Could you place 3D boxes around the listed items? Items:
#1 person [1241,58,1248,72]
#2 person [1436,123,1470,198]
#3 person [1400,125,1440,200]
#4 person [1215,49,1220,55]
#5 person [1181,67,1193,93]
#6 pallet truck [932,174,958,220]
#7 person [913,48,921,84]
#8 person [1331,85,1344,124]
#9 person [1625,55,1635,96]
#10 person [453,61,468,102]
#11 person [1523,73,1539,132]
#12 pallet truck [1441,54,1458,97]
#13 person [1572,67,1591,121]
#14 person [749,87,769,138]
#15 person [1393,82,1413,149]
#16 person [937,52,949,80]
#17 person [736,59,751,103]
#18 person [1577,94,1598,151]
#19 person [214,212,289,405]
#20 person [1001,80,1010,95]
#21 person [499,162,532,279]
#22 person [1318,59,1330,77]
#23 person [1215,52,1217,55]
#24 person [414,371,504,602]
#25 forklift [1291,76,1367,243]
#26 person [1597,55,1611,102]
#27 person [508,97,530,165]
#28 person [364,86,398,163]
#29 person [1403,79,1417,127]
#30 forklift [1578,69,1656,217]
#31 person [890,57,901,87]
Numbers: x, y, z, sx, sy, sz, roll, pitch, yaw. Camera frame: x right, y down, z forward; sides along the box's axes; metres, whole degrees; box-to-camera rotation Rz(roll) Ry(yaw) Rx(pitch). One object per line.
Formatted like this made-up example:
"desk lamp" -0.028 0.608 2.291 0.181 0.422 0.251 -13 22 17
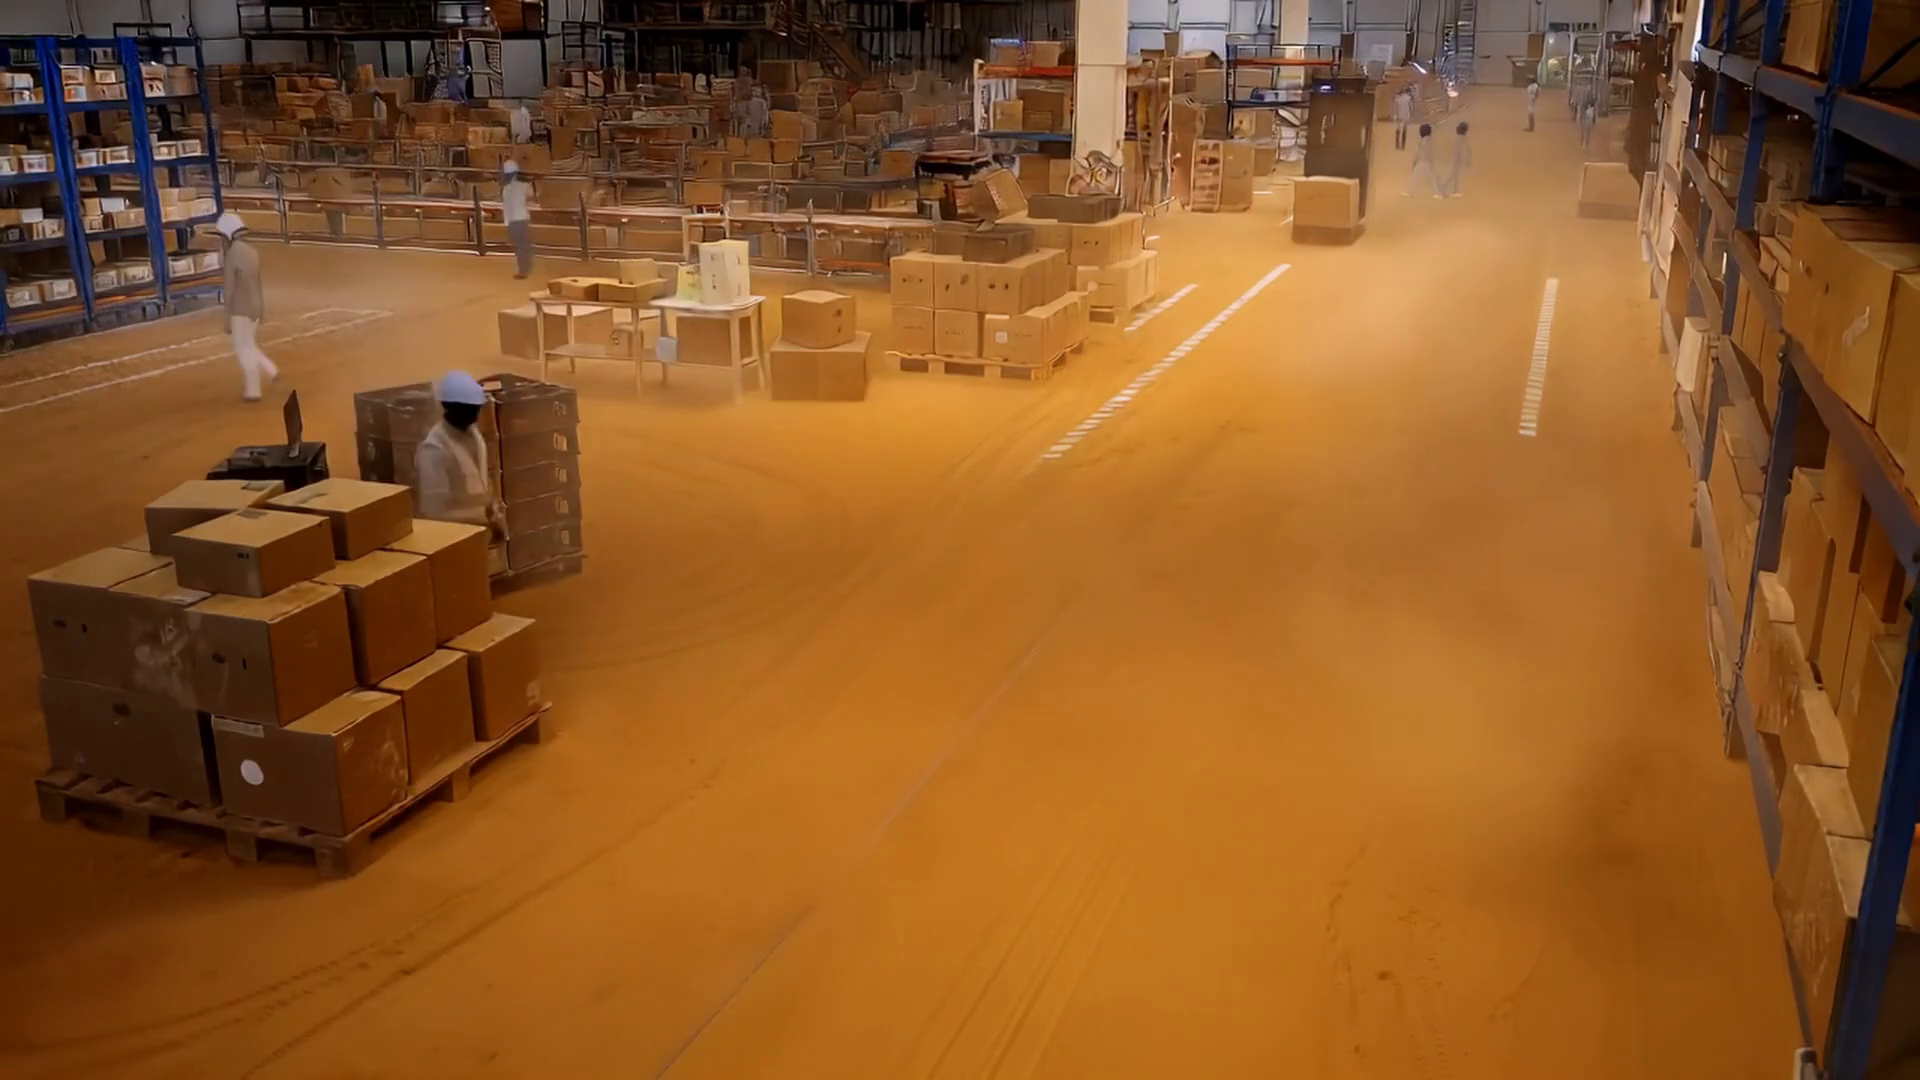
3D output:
"person" 13.489 -21.965 78.812 0.474 1.866 0.603 3 18 9
"person" 10.762 -8.254 36.143 0.645 1.603 0.514 13 22 34
"person" 9.987 -8.125 35.782 0.875 1.582 0.521 9 20 26
"person" 13.899 -25.863 91.009 0.988 1.914 0.601 7 19 22
"person" 8.430 -16.492 61.546 0.544 1.919 0.577 16 23 40
"pallet truck" -0.507 -5.292 27.348 0.653 1.274 1.630 6 19 19
"person" -2.404 -26.177 91.938 0.551 1.934 0.373 14 22 36
"person" 11.909 -13.571 52.607 0.329 1.767 0.529 -11 20 -30
"person" 32.001 -22.144 79.268 0.377 1.937 0.629 13 22 34
"person" -22.267 -20.384 73.963 0.948 1.810 0.517 6 18 17
"person" 19.217 -14.728 55.988 0.385 1.929 0.541 15 23 40
"pallet truck" 22.765 -21.886 78.355 0.823 1.965 1.885 -4 18 -14
"person" 22.864 -16.410 61.223 0.609 1.958 0.376 6 19 17
"person" -5.801 -12.097 47.888 0.599 1.819 0.590 6 19 19
"person" 13.052 -12.520 49.047 0.549 1.922 0.400 5 18 15
"person" -0.895 -24.962 88.274 0.594 1.831 0.979 -3 18 -8
"person" -9.608 -20.273 73.479 0.960 1.871 0.608 16 23 40
"person" 18.315 -12.204 48.589 0.536 1.594 0.872 6 19 19
"person" -7.312 -2.344 16.994 0.443 1.979 0.616 2 18 6
"person" 1.731 -18.099 66.672 0.528 1.866 0.313 1 18 4
"person" -6.735 -4.814 25.089 0.438 1.751 0.554 10 20 28
"person" 18.691 -24.072 85.344 0.594 1.922 0.387 -2 18 -5
"person" 13.458 -24.856 87.908 0.520 1.865 0.332 -7 19 -22
"person" -2.910 -0.050 9.847 0.475 1.929 0.634 4 18 13
"forklift" 6.598 -6.755 29.381 1.129 2.768 1.873 6 19 19
"person" 28.838 -20.687 74.518 0.624 2.000 0.701 14 23 38
"person" -10.874 -9.999 41.186 0.643 1.883 0.829 6 19 18
"person" -15.467 -11.046 44.285 0.794 2.018 0.608 3 18 10
"person" 15.732 -15.259 58.117 0.518 1.636 0.312 -7 19 -22
"forklift" 13.219 -7.740 32.475 1.873 2.768 1.129 6 19 18
"person" -3.223 -23.184 82.866 0.518 1.718 0.695 0 18 -1
